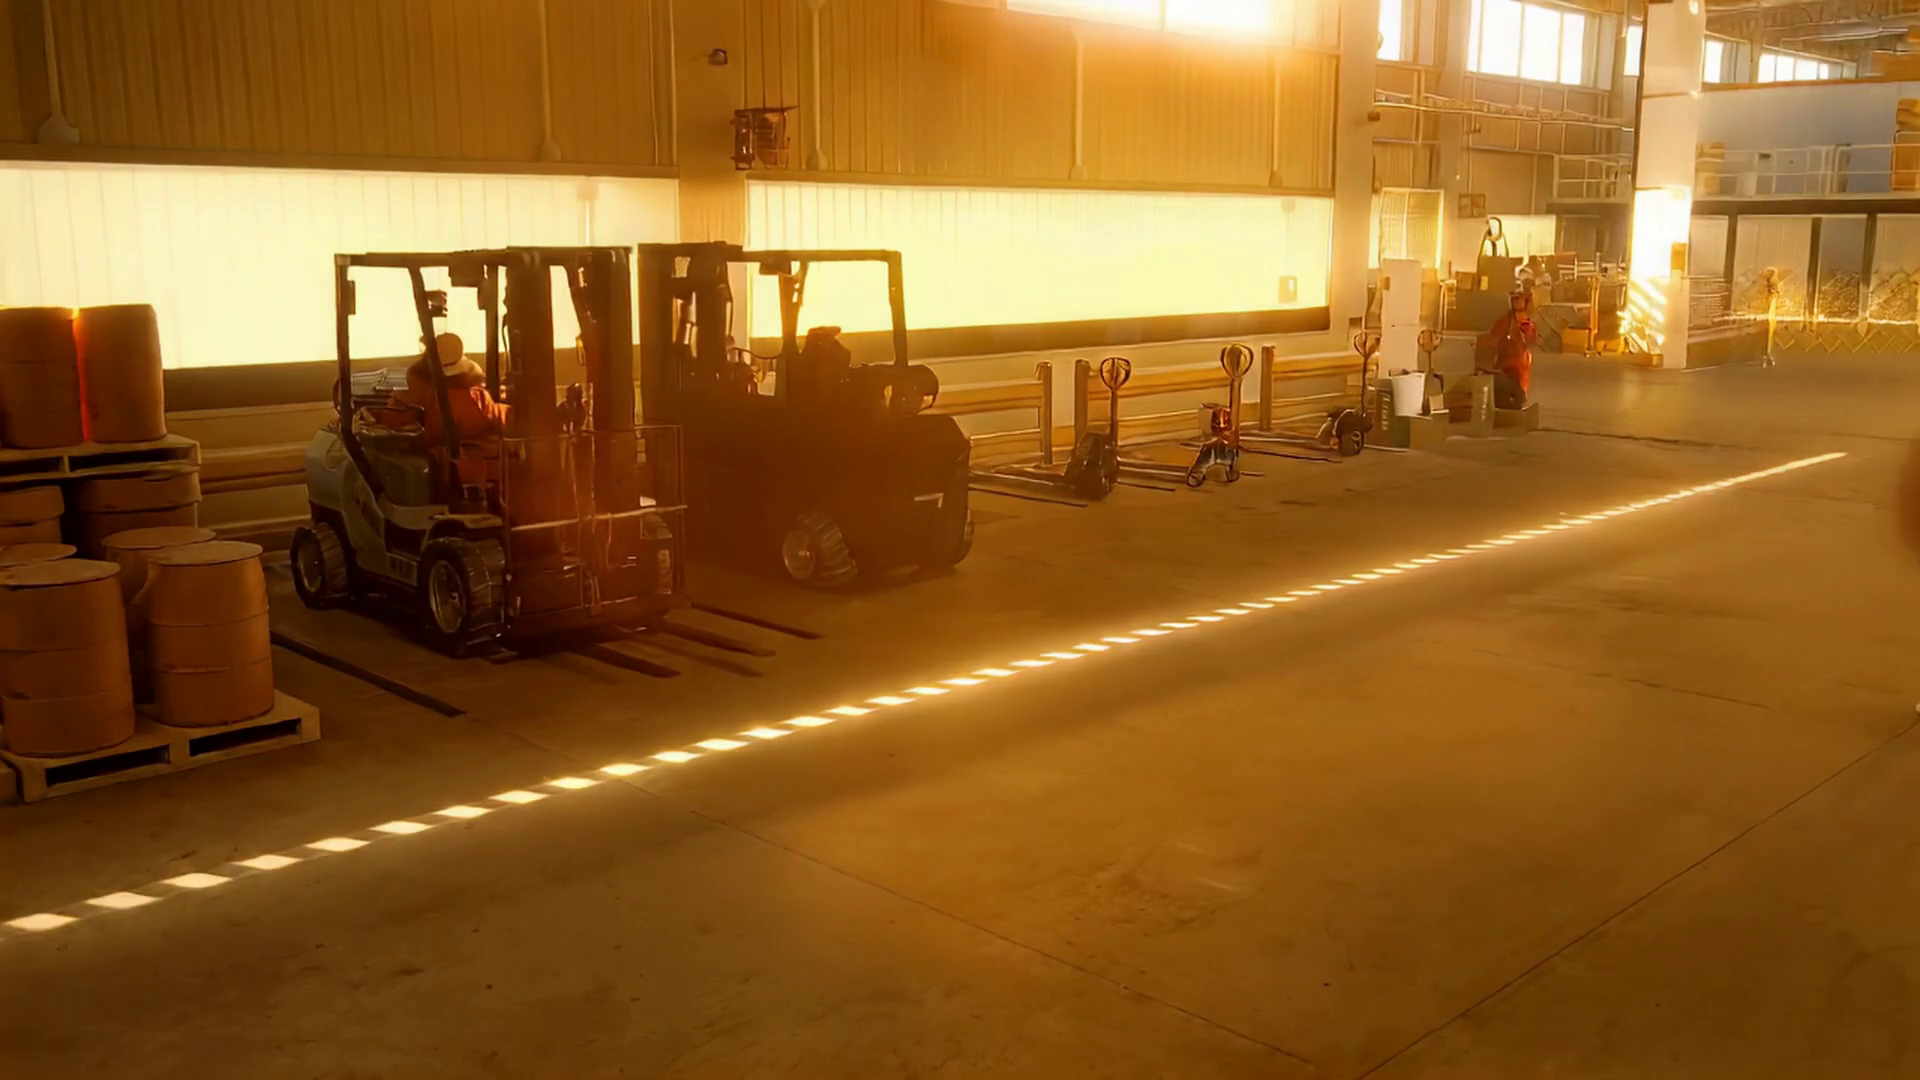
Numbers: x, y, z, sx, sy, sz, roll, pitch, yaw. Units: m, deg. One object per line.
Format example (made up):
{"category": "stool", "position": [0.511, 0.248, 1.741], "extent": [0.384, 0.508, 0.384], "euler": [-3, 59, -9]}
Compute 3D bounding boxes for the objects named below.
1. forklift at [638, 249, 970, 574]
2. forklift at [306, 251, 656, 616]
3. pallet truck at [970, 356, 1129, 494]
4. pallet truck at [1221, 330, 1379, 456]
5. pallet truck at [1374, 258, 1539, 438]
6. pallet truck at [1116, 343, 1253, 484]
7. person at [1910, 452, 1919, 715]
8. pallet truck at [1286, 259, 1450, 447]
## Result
{"category": "forklift", "position": [-1.173, -0.958, 11.239], "extent": [2.680, 1.987, 1.157], "euler": [10, 14, 43]}
{"category": "forklift", "position": [-2.833, -0.669, 9.694], "extent": [1.157, 1.987, 2.680], "euler": [-10, 14, -44]}
{"category": "pallet truck", "position": [0.784, -1.085, 14.876], "extent": [0.680, 1.201, 1.601], "euler": [-10, 14, -44]}
{"category": "pallet truck", "position": [3.563, -1.581, 17.381], "extent": [0.653, 1.274, 1.630], "euler": [-10, 14, -44]}
{"category": "pallet truck", "position": [5.704, -2.208, 18.901], "extent": [1.885, 1.965, 0.823], "euler": [10, 14, 43]}
{"category": "pallet truck", "position": [1.962, -1.215, 15.415], "extent": [1.522, 1.261, 0.704], "euler": [10, 14, 43]}
{"category": "person", "position": [4.490, 0.046, 7.324], "extent": [0.537, 1.729, 0.842], "euler": [3, 11, 18]}
{"category": "pallet truck", "position": [4.493, -2.078, 18.196], "extent": [0.823, 1.965, 1.885], "euler": [-9, 14, -40]}
